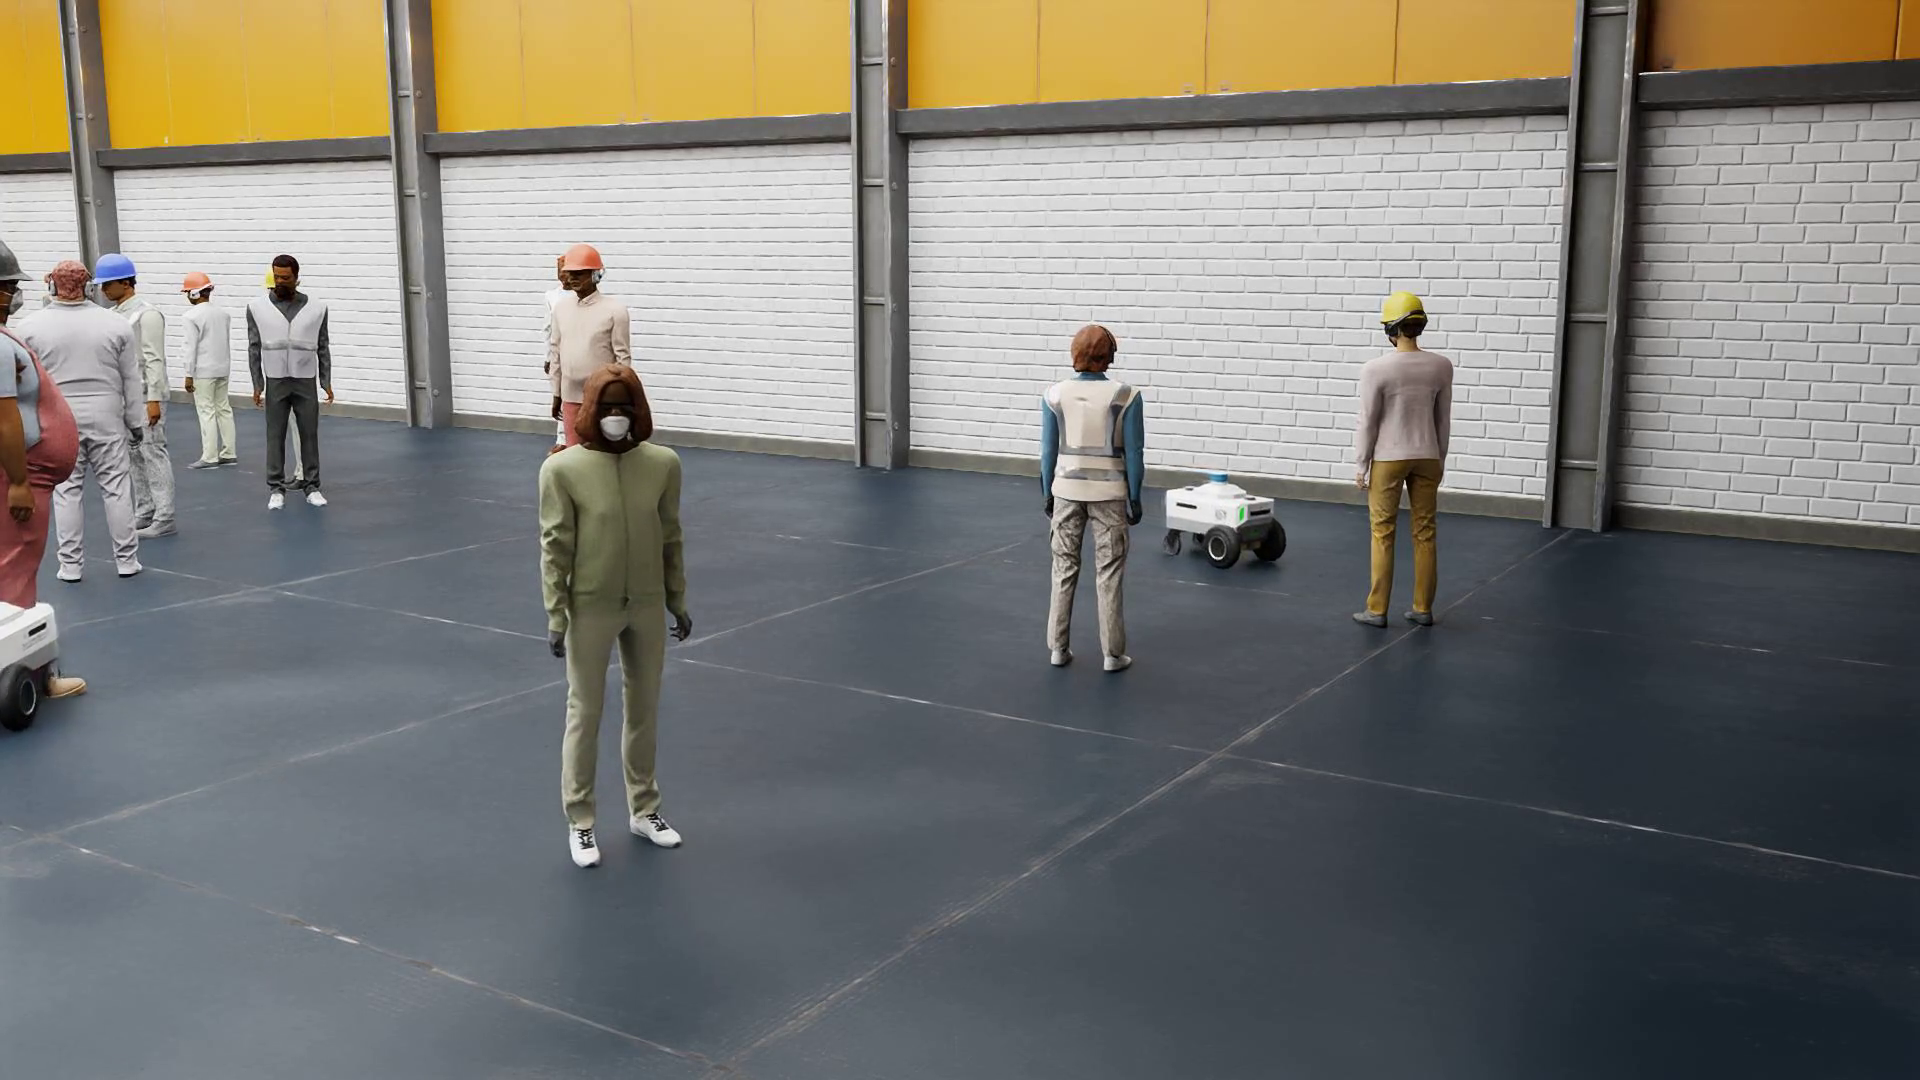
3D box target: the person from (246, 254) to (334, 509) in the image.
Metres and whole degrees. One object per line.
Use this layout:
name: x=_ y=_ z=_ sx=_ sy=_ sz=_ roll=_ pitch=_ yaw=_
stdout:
person: x=-5.075 y=-1.199 z=12.629 sx=0.587 sy=1.915 sz=0.395 roll=-5 pitch=12 yaw=-27

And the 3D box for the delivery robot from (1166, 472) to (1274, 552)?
delivery robot: x=1.638 y=-0.188 z=10.530 sx=0.477 sy=0.478 sz=0.707 roll=-8 pitch=13 yaw=-37

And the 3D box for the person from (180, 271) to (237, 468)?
person: x=-6.720 y=-1.510 z=14.820 sx=0.349 sy=1.744 sz=0.566 roll=2 pitch=10 yaw=13

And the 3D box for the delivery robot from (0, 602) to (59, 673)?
delivery robot: x=-4.136 y=0.439 z=7.054 sx=0.477 sy=0.478 sz=0.707 roll=-1 pitch=10 yaw=-7

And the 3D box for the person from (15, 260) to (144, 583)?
person: x=-5.207 y=-0.701 z=9.886 sx=0.651 sy=1.907 sz=0.409 roll=-6 pitch=12 yaw=-30

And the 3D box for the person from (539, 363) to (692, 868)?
person: x=-1.115 y=0.238 z=5.439 sx=0.504 sy=1.631 sz=0.279 roll=-7 pitch=13 yaw=-36

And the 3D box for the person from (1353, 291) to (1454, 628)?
person: x=2.304 y=-0.411 z=8.701 sx=0.524 sy=1.761 sz=0.338 roll=-2 pitch=10 yaw=-11

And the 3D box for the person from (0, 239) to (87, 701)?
person: x=-4.193 y=-0.313 z=7.364 sx=0.538 sy=2.000 sz=0.687 roll=-10 pitch=14 yaw=-43

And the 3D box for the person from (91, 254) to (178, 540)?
person: x=-5.623 y=-0.971 z=11.330 sx=0.617 sy=1.932 sz=0.419 roll=7 pitch=12 yaw=34

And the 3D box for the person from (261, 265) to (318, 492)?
person: x=-5.390 y=-1.298 z=13.415 sx=0.404 sy=1.828 sz=0.591 roll=-4 pitch=11 yaw=-21

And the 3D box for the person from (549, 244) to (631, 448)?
person: x=-2.497 y=-0.981 z=11.194 sx=0.609 sy=1.995 sz=0.375 roll=4 pitch=11 yaw=20

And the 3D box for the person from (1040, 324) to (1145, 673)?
person: x=0.615 y=-0.191 z=7.838 sx=0.514 sy=1.632 sz=0.316 roll=5 pitch=11 yaw=24
